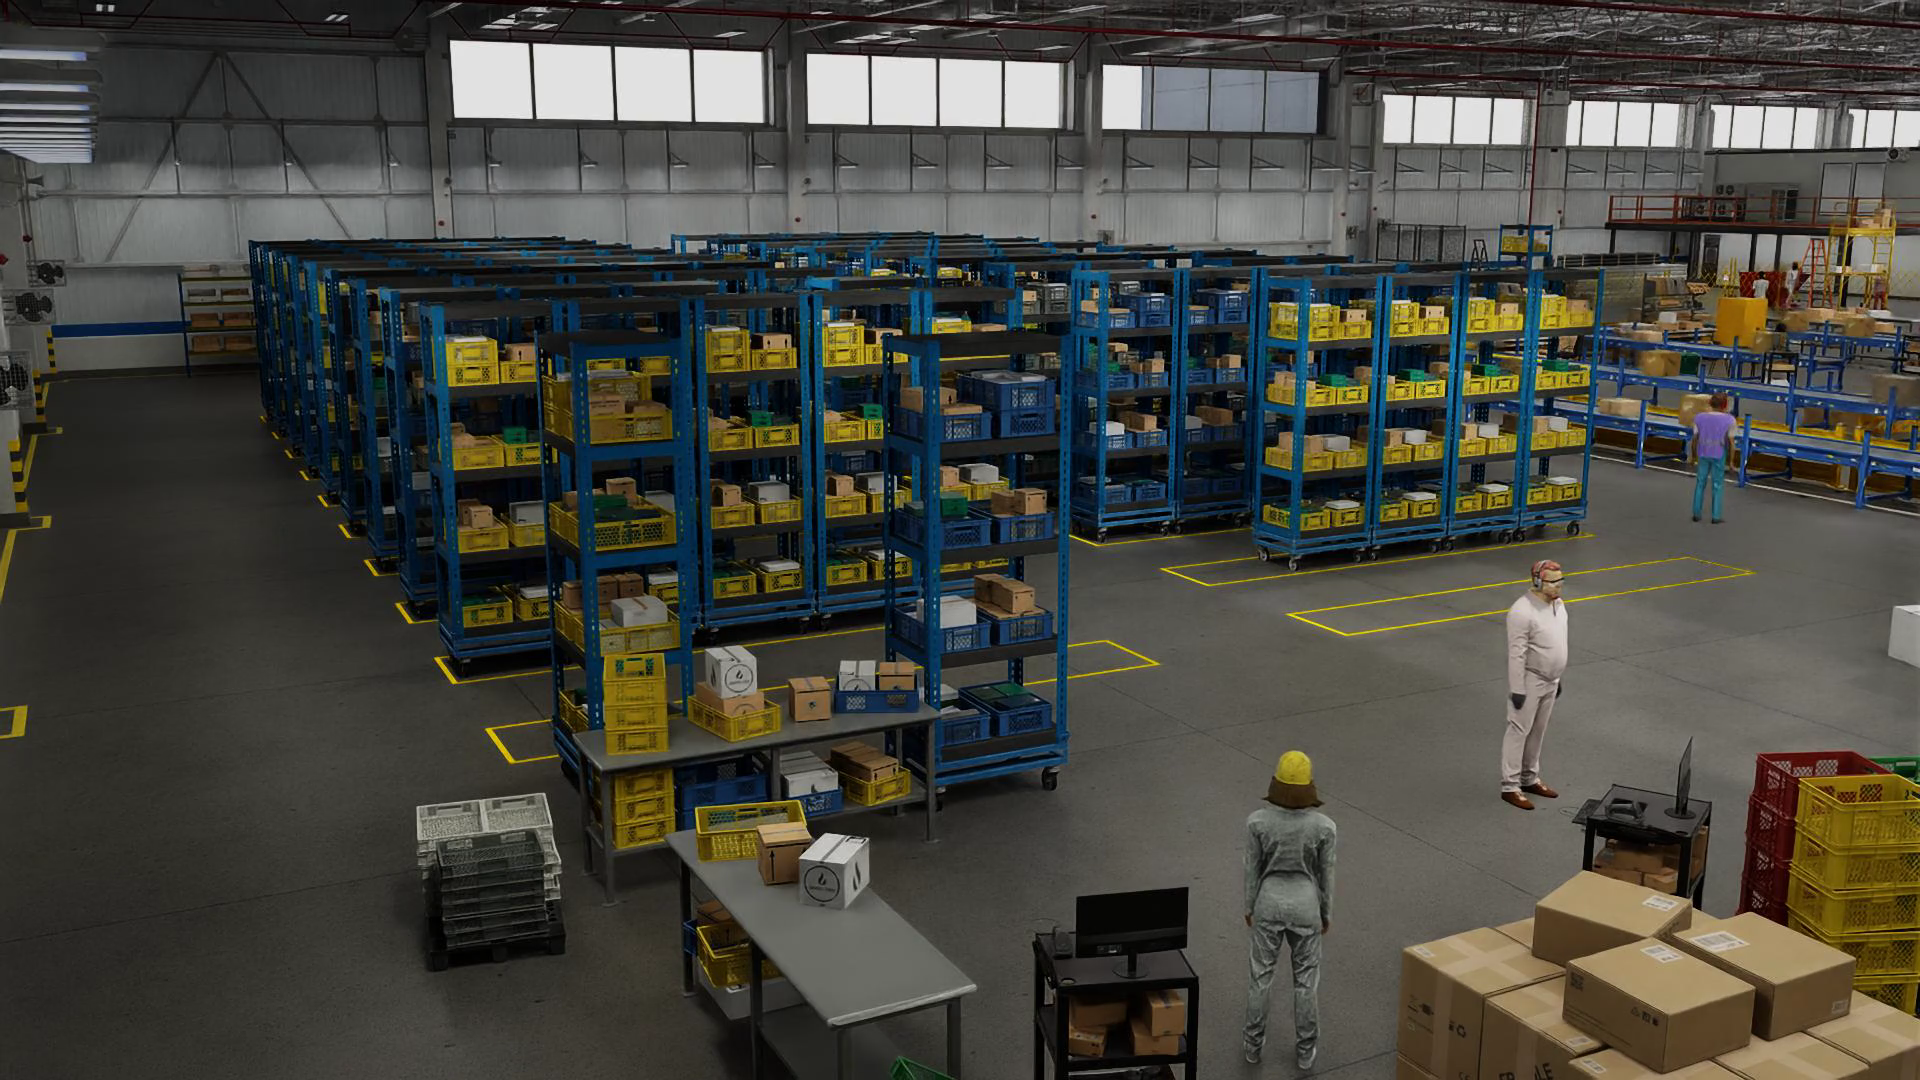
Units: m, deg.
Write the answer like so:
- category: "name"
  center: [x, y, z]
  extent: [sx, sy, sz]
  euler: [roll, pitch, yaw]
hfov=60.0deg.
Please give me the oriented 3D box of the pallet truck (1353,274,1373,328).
- category: "pallet truck"
  center: [13.011, -8.050, 55.243]
  extent: [0.823, 1.965, 1.885]
  euler: [-7, 14, -28]

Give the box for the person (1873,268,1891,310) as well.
- category: "person"
  center: [33.118, -8.899, 59.782]
  extent: [0.518, 1.757, 0.341]
  euler: [8, 14, 33]

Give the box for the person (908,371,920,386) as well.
- category: "person"
  center: [-0.877, -2.090, 27.912]
  extent: [0.700, 1.770, 0.947]
  euler: [11, 16, 42]

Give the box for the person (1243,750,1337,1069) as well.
- category: "person"
  center: [1.761, 1.978, 8.962]
  extent: [0.485, 1.735, 0.353]
  euler: [2, 12, 11]

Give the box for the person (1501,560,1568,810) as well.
- category: "person"
  center: [4.423, 1.086, 12.722]
  extent: [0.640, 1.910, 0.401]
  euler: [-10, 16, -39]

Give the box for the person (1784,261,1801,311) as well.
- category: "person"
  center: [31.231, -9.508, 62.363]
  extent: [0.605, 1.867, 0.473]
  euler: [-6, 13, -24]

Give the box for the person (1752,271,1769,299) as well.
- category: "person"
  center: [26.698, -8.041, 55.519]
  extent: [0.517, 1.865, 0.327]
  euler: [5, 13, 21]

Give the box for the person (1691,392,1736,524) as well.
- category: "person"
  center: [10.536, -1.145, 23.301]
  extent: [0.571, 1.843, 0.372]
  euler: [10, 16, 40]
